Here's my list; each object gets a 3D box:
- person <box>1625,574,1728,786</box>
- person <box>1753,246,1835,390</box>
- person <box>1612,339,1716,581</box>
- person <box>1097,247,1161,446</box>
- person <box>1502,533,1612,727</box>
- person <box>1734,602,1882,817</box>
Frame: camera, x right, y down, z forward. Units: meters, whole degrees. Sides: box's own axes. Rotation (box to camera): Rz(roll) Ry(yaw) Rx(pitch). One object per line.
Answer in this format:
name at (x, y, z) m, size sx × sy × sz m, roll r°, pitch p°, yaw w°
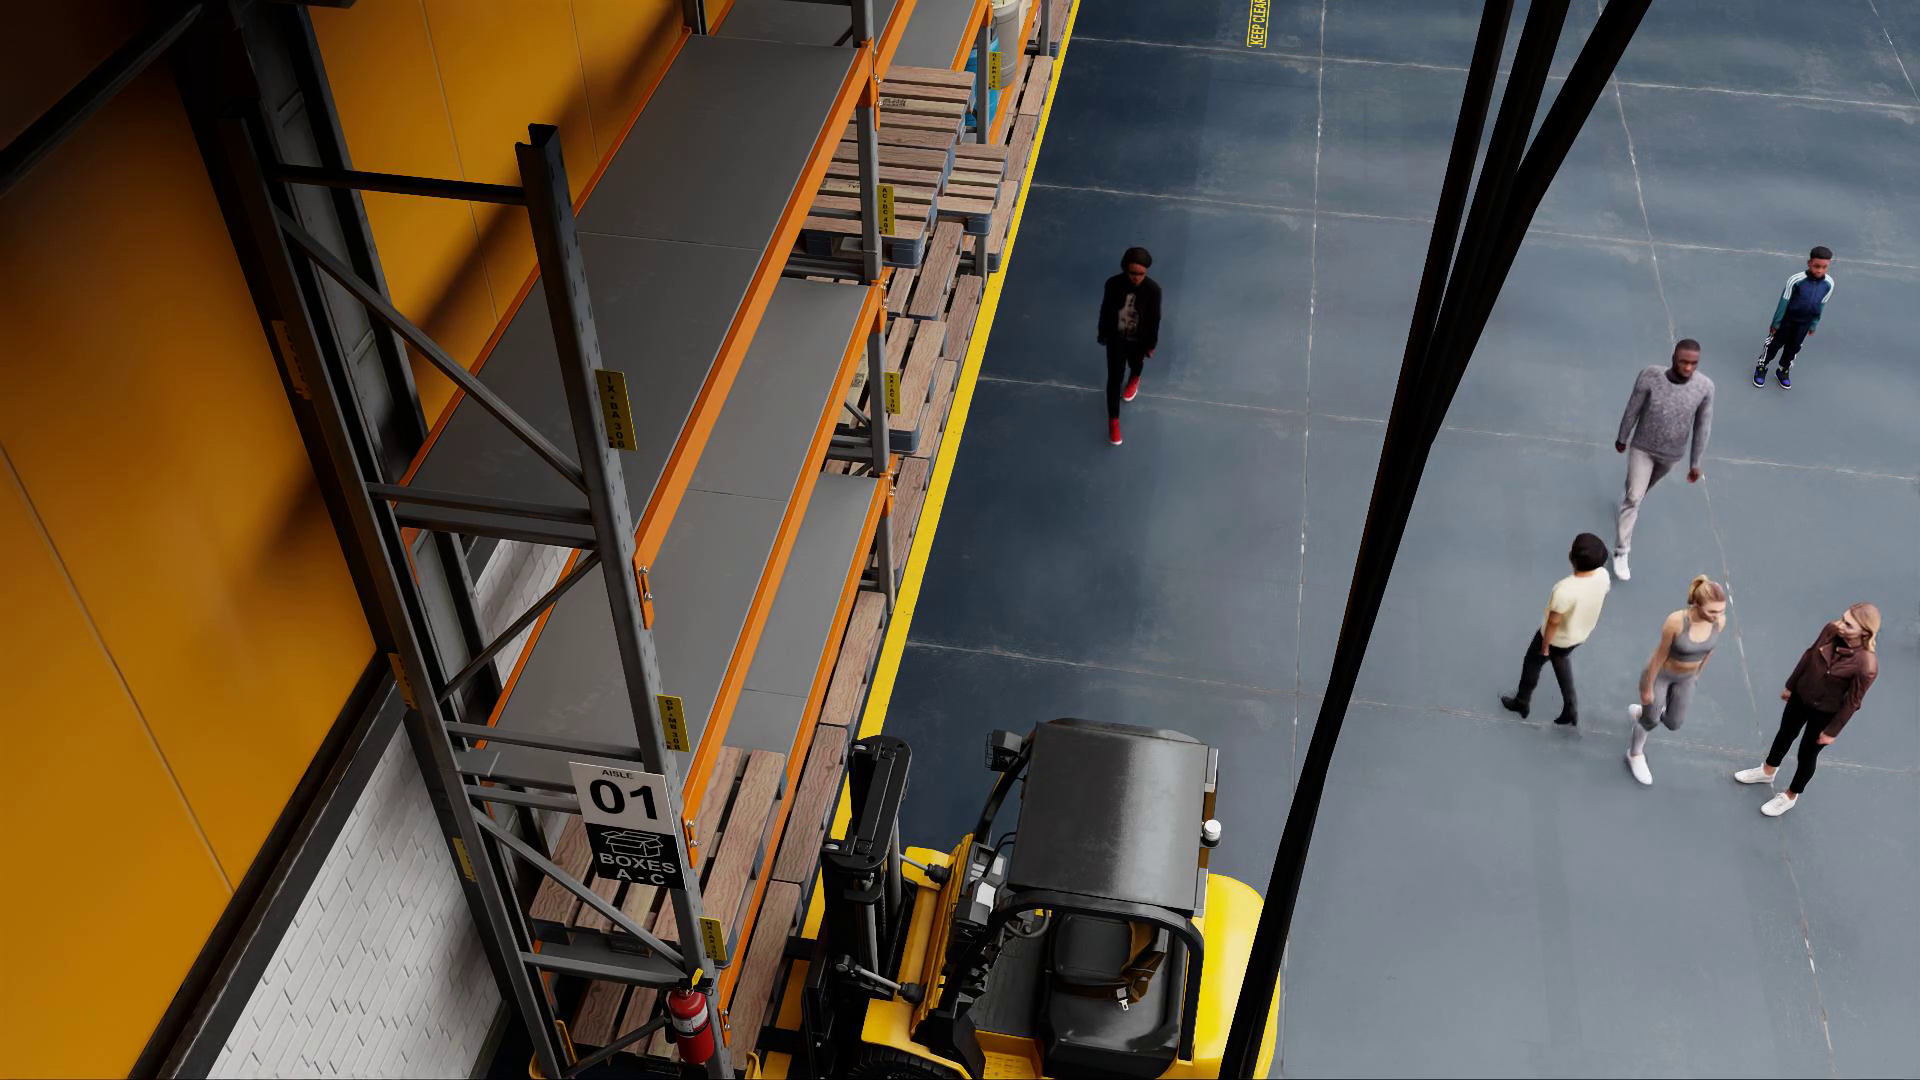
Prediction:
person at (4.292, 0.780, 10.170) m, size 0.684 × 1.687 × 0.806 m, roll -6°, pitch 44°, yaw -7°
person at (6.626, -1.774, 13.163) m, size 0.501 × 1.256 × 0.472 m, roll 5°, pitch 44°, yaw 5°
person at (4.879, -0.696, 11.636) m, size 0.730 × 1.801 × 1.192 m, roll 9°, pitch 44°, yaw 9°
person at (1.296, -1.610, 12.714) m, size 0.626 × 1.638 × 1.093 m, roll 9°, pitch 44°, yaw 10°
person at (3.832, 0.610, 10.428) m, size 0.795 × 1.576 × 0.868 m, roll -23°, pitch 48°, yaw -22°
person at (5.128, 0.990, 9.937) m, size 0.732 × 1.704 × 0.585 m, roll -10°, pitch 45°, yaw -10°
